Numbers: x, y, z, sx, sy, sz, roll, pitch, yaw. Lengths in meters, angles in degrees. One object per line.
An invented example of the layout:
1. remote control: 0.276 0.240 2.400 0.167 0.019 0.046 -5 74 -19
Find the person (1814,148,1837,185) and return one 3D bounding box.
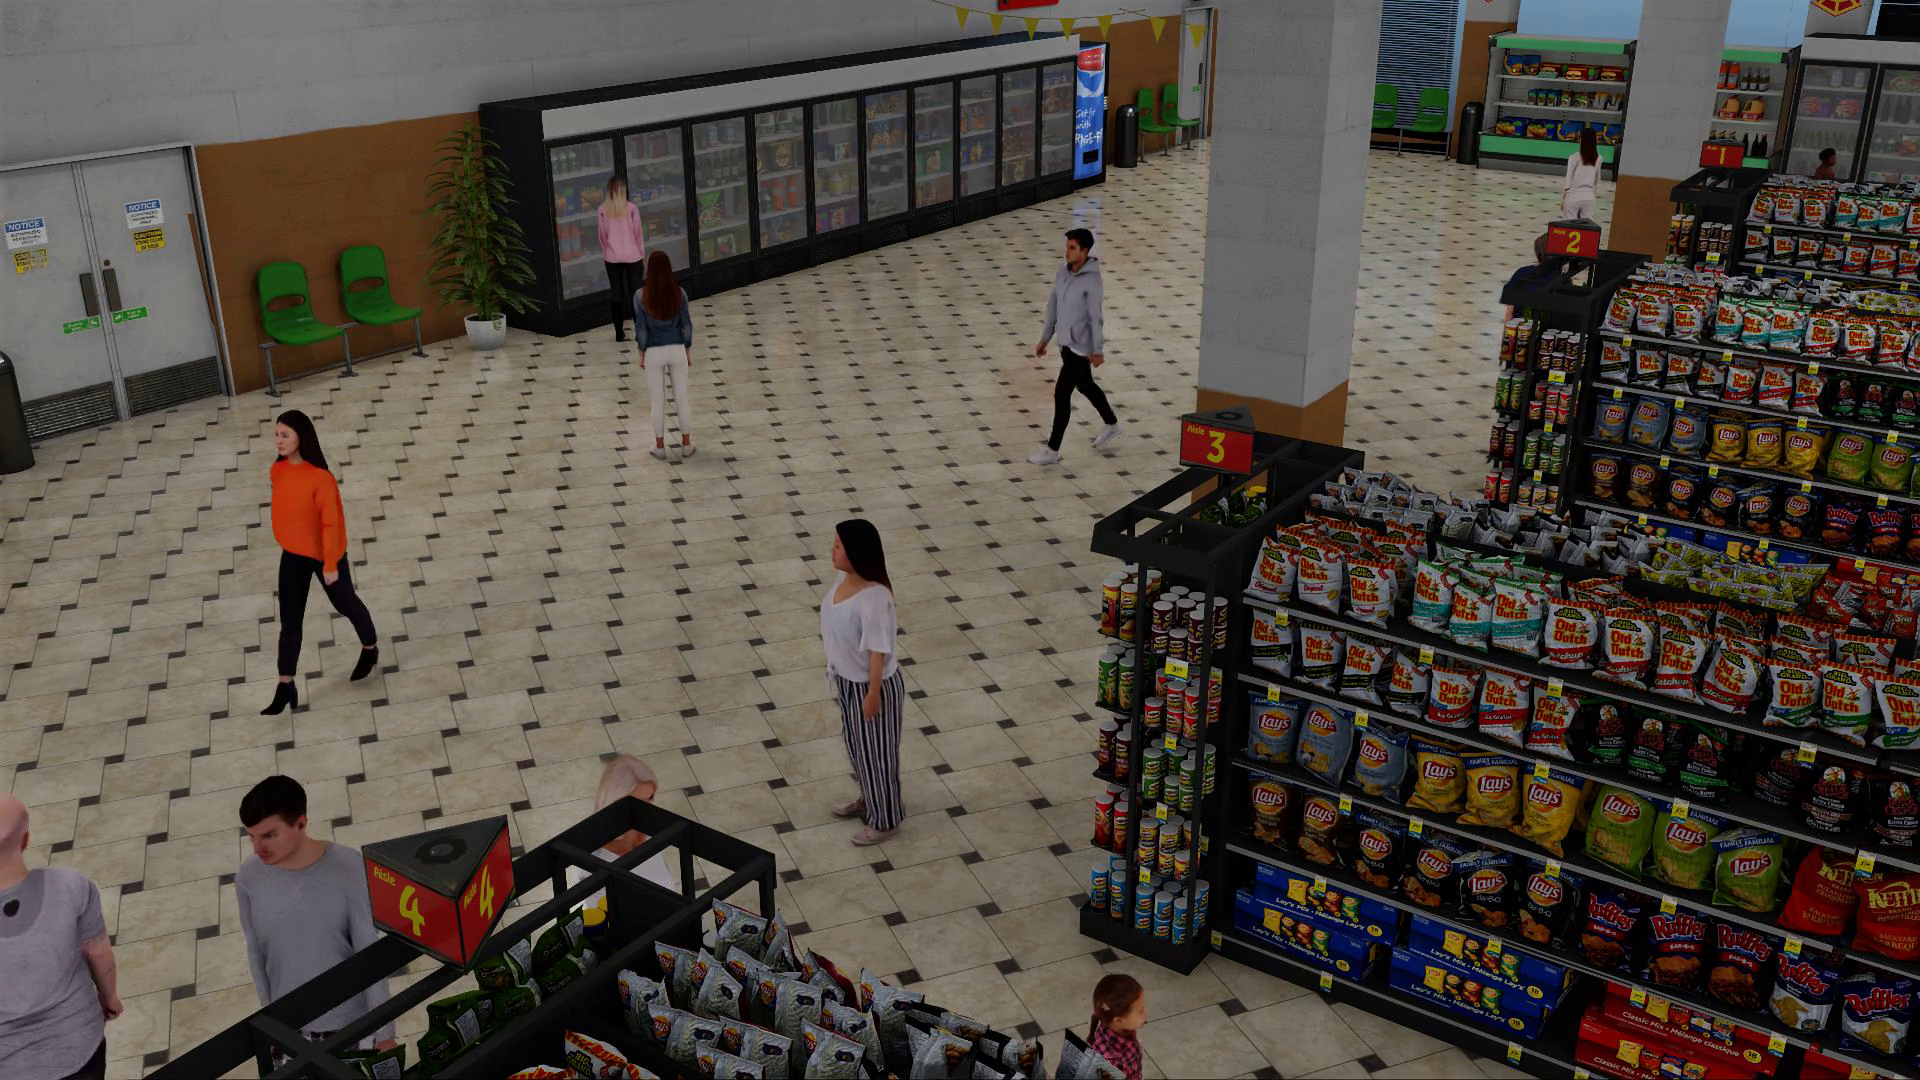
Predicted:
1. person: 10.898 -4.364 21.204 0.692 1.247 0.642 2 22 4

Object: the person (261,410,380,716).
1. person: -3.611 0.098 9.493 1.066 1.700 0.824 9 24 22

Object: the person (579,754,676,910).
1. person: -1.168 1.531 5.862 0.593 1.747 0.614 8 23 19

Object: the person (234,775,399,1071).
1. person: -2.127 1.561 5.676 0.846 1.830 0.905 -3 22 -7

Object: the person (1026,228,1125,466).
1. person: 1.016 -1.559 13.376 1.106 1.880 1.313 -13 25 -30

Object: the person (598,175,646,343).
1. person: -3.414 -2.854 16.856 0.642 1.688 0.745 1 22 4

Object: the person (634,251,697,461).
1. person: -2.377 -1.488 13.437 0.688 1.703 0.723 -6 23 -15

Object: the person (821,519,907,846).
1. person: -0.457 0.675 8.085 0.853 1.679 0.768 -7 23 -17

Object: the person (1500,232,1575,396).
1. person: 4.560 -1.497 13.294 1.039 1.825 0.730 15 26 33

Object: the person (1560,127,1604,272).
1. person: 7.409 -4.069 19.879 0.676 1.688 0.728 -5 22 -12

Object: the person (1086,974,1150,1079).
1. person: 0.479 1.947 5.806 0.519 1.017 0.498 5 22 12

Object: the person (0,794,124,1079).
1. person: -2.961 1.688 5.377 0.773 1.817 0.775 -14 26 -31
